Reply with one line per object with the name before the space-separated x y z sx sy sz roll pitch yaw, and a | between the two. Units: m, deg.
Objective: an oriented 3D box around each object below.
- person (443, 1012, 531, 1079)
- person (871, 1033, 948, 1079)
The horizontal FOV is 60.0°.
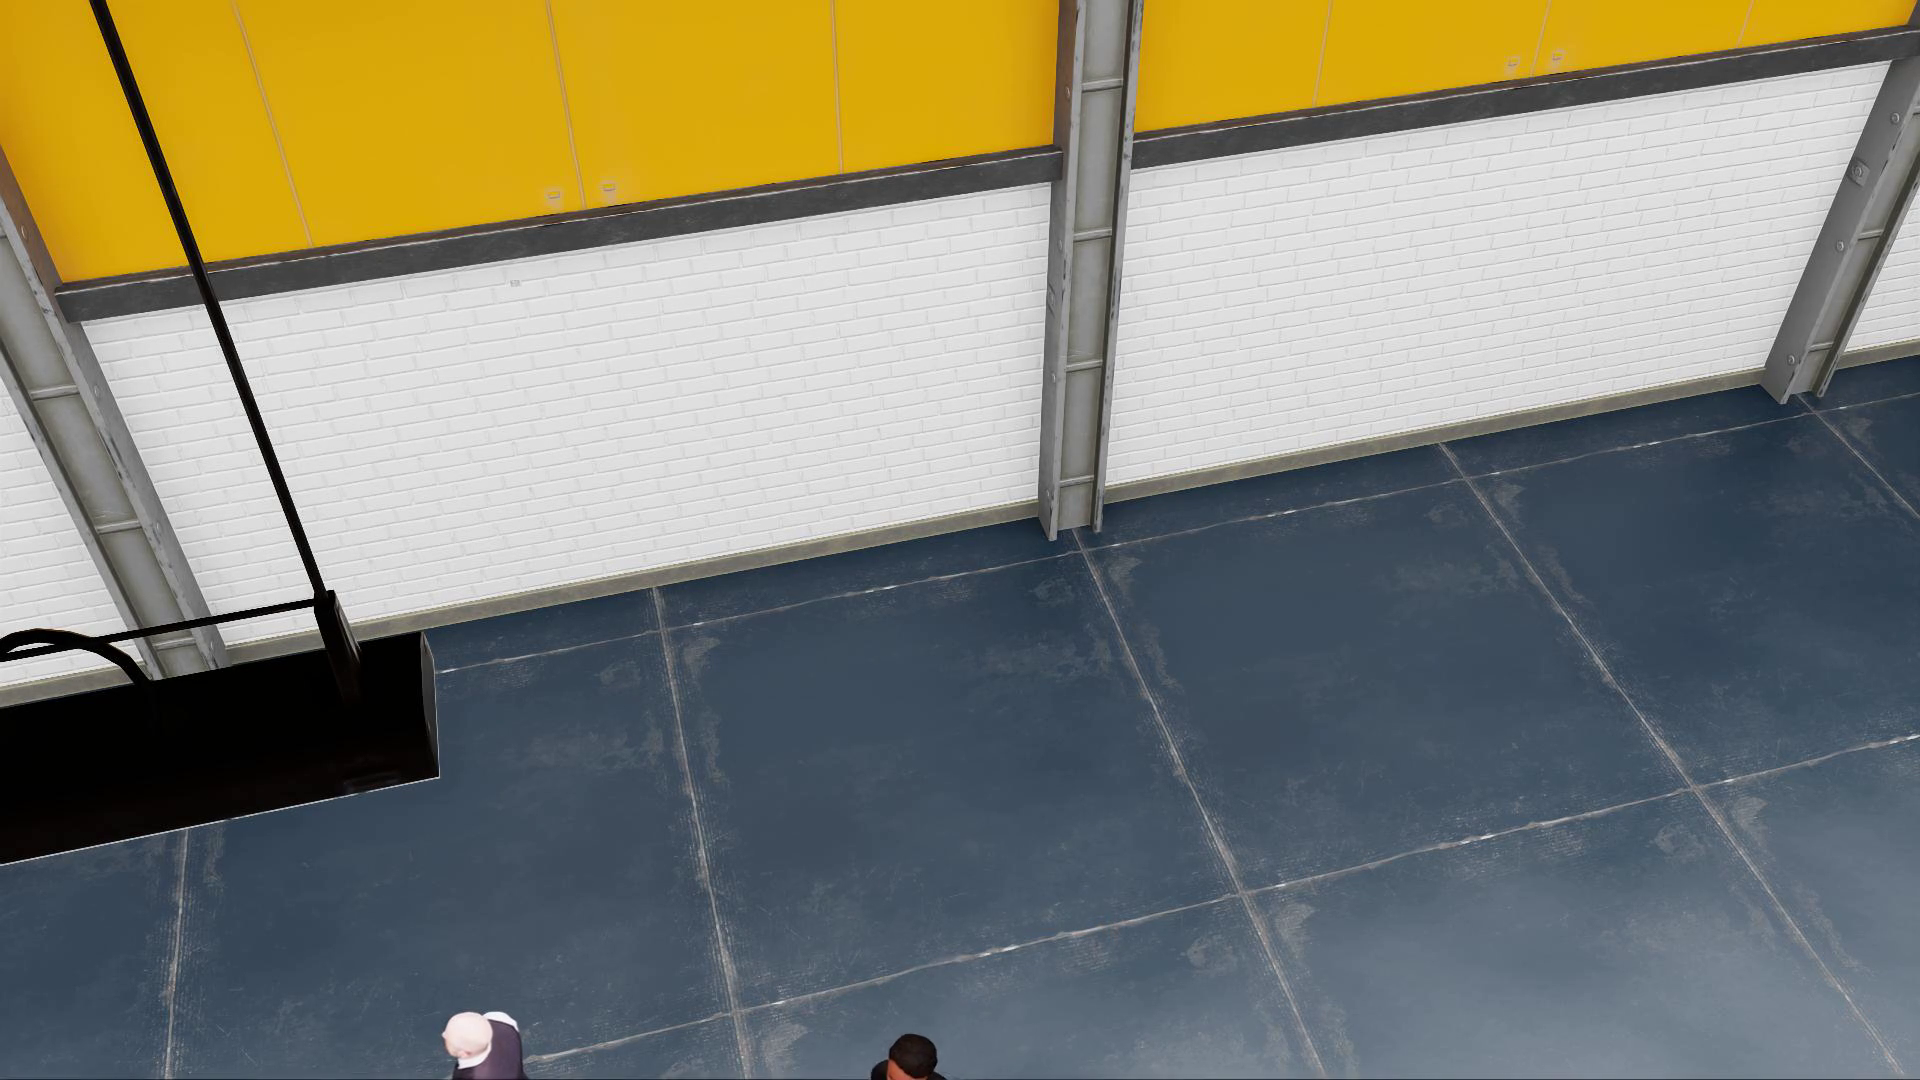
person | -2.122 2.712 7.750 0.679 1.824 0.741 -1 44 -1
person | -0.165 2.734 7.862 1.087 1.637 1.100 20 47 19
